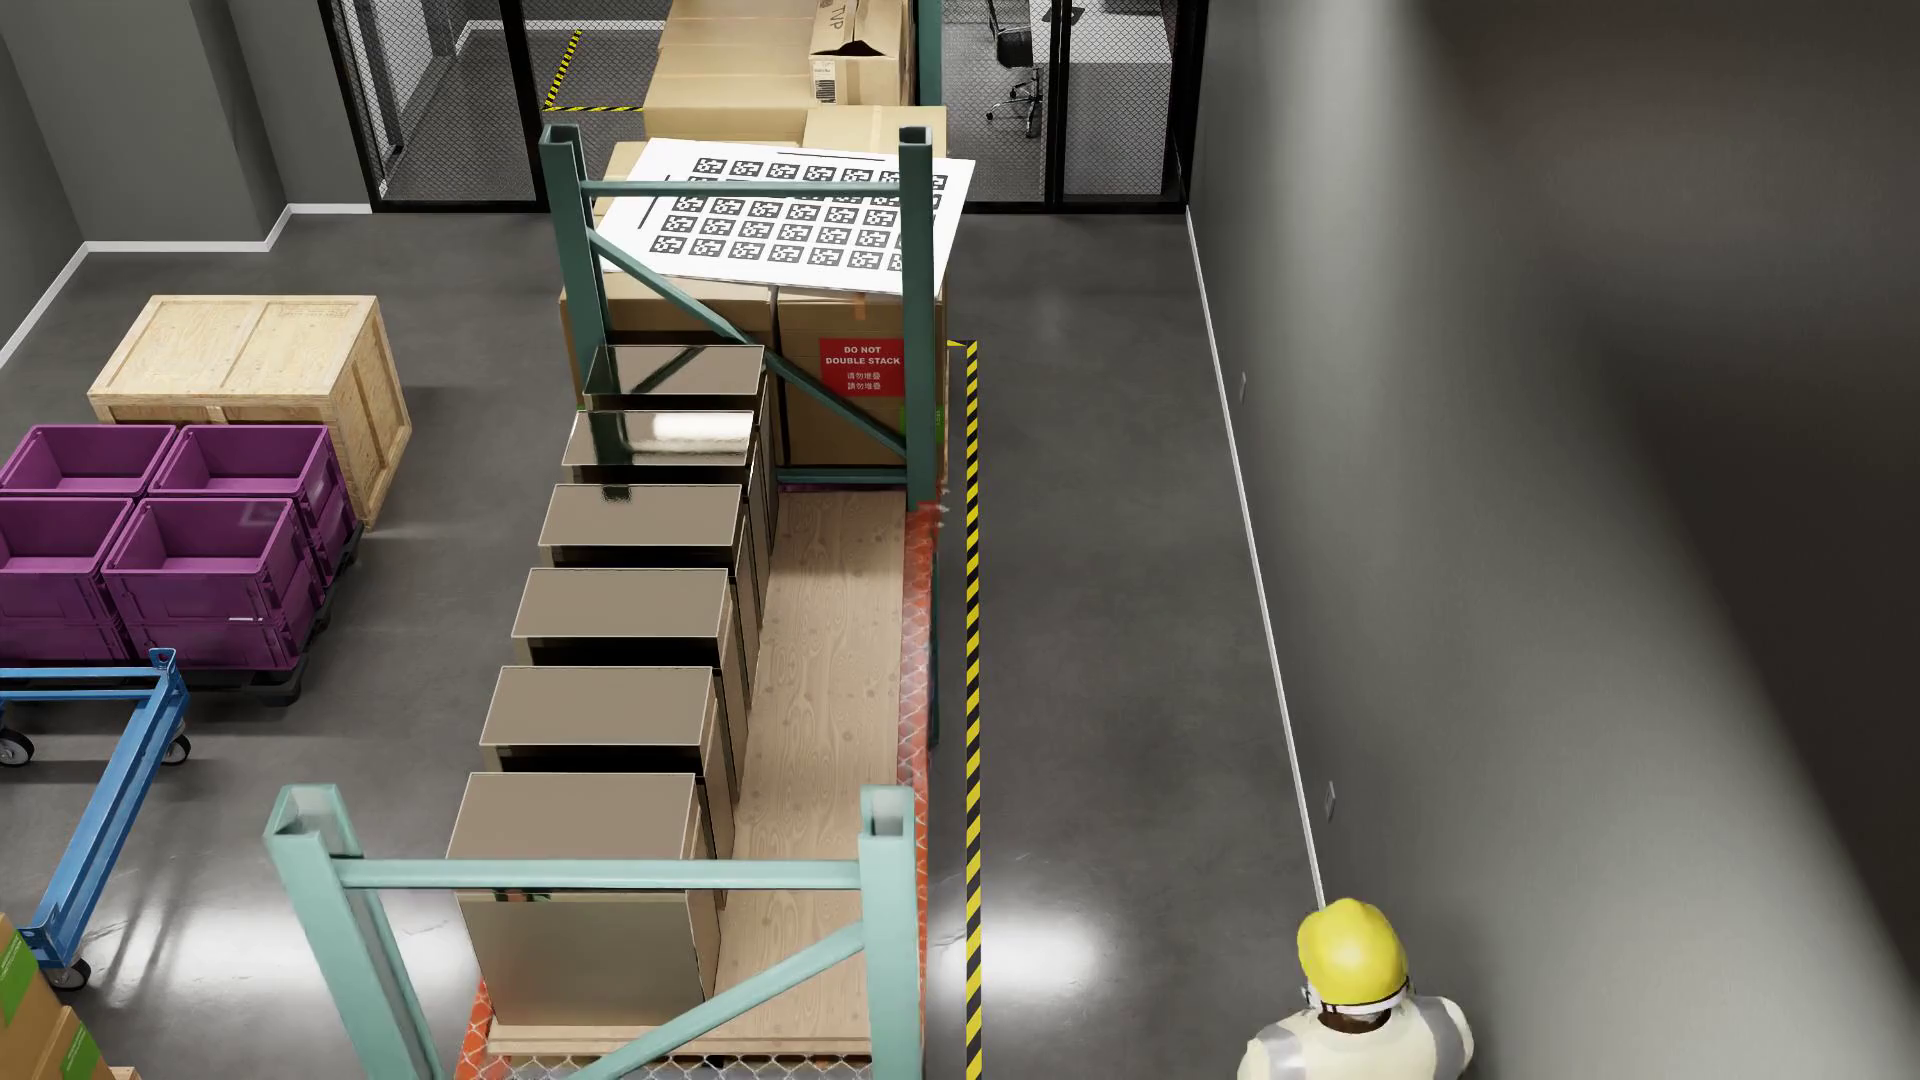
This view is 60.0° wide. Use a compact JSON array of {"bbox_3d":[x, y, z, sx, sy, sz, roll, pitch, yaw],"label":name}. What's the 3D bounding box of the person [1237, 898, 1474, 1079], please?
[{"bbox_3d":[0.951,1.596,4.167,0.598,1.805,0.742,-6,42,-7],"label":"person"}]
